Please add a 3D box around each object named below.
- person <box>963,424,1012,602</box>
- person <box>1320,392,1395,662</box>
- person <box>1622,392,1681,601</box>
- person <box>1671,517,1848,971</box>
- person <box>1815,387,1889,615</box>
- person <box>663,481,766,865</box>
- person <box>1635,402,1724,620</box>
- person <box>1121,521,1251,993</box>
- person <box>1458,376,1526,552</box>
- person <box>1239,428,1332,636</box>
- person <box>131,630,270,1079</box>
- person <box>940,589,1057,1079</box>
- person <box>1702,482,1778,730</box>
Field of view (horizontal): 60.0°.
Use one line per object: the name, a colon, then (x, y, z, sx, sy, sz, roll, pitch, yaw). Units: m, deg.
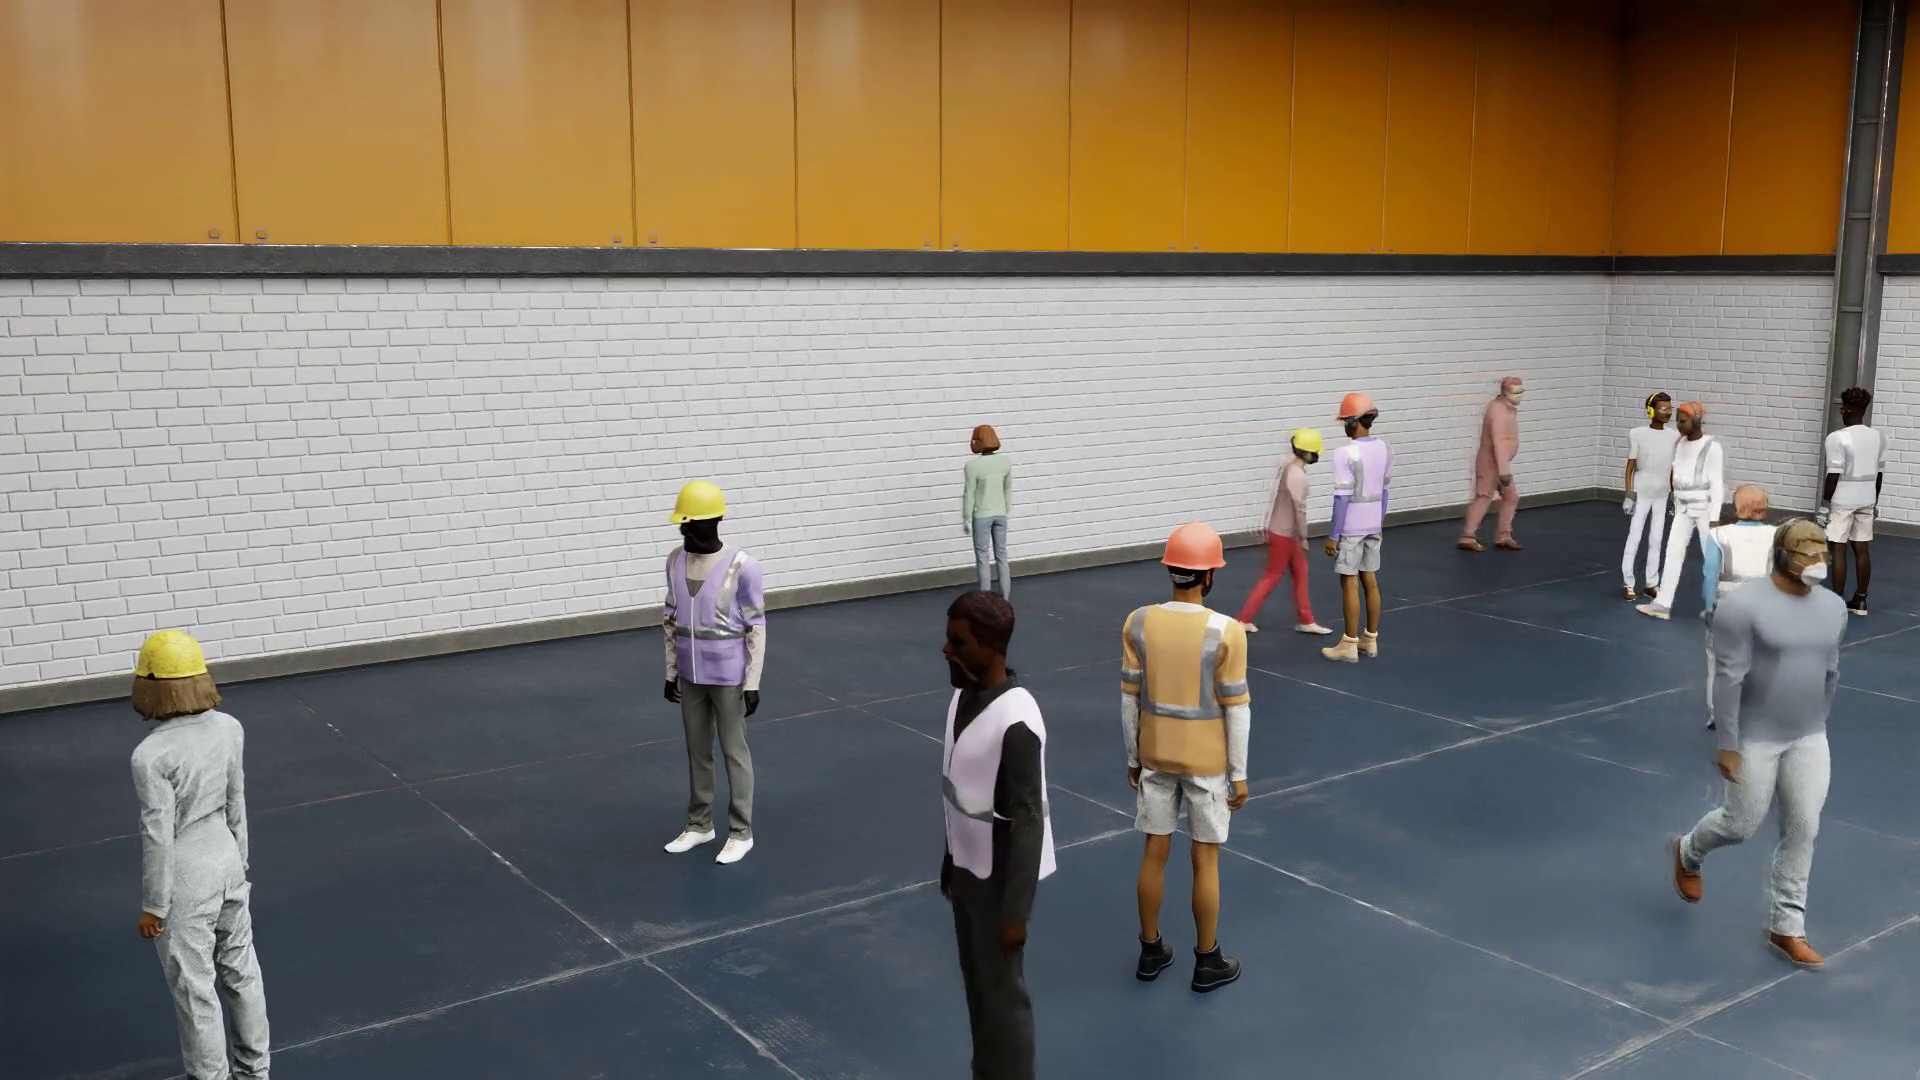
person: (0.240, -0.183, 14.392, 0.501, 1.633, 0.281, -6, 11, -34)
person: (2.987, -0.096, 12.581, 0.607, 2.041, 0.377, -7, 12, -38)
person: (6.190, -0.385, 14.868, 0.521, 1.877, 0.328, -1, 9, -6)
person: (3.491, 0.827, 7.247, 0.624, 1.921, 0.771, -2, 9, -9)
person: (7.593, -0.323, 14.206, 0.612, 1.963, 0.361, -3, 10, -17)
person: (-1.249, 0.656, 8.295, 0.594, 1.922, 0.377, 5, 11, 30)
person: (6.138, -0.230, 13.983, 0.924, 1.838, 0.721, -3, 10, -17)
person: (0.935, 0.886, 6.839, 0.551, 1.937, 0.357, 5, 11, 30)
person: (5.592, -0.774, 17.303, 0.767, 1.861, 0.666, 5, 10, 27)
person: (2.608, -0.063, 13.399, 0.764, 1.705, 0.539, 2, 9, 11)
person: (-2.640, 1.166, 5.708, 0.320, 1.742, 0.492, 2, 9, 13)
person: (0.108, 1.104, 5.552, 0.381, 1.916, 0.599, -3, 10, -17)
person: (4.943, 0.450, 10.486, 0.519, 1.627, 0.372, 3, 10, 18)
